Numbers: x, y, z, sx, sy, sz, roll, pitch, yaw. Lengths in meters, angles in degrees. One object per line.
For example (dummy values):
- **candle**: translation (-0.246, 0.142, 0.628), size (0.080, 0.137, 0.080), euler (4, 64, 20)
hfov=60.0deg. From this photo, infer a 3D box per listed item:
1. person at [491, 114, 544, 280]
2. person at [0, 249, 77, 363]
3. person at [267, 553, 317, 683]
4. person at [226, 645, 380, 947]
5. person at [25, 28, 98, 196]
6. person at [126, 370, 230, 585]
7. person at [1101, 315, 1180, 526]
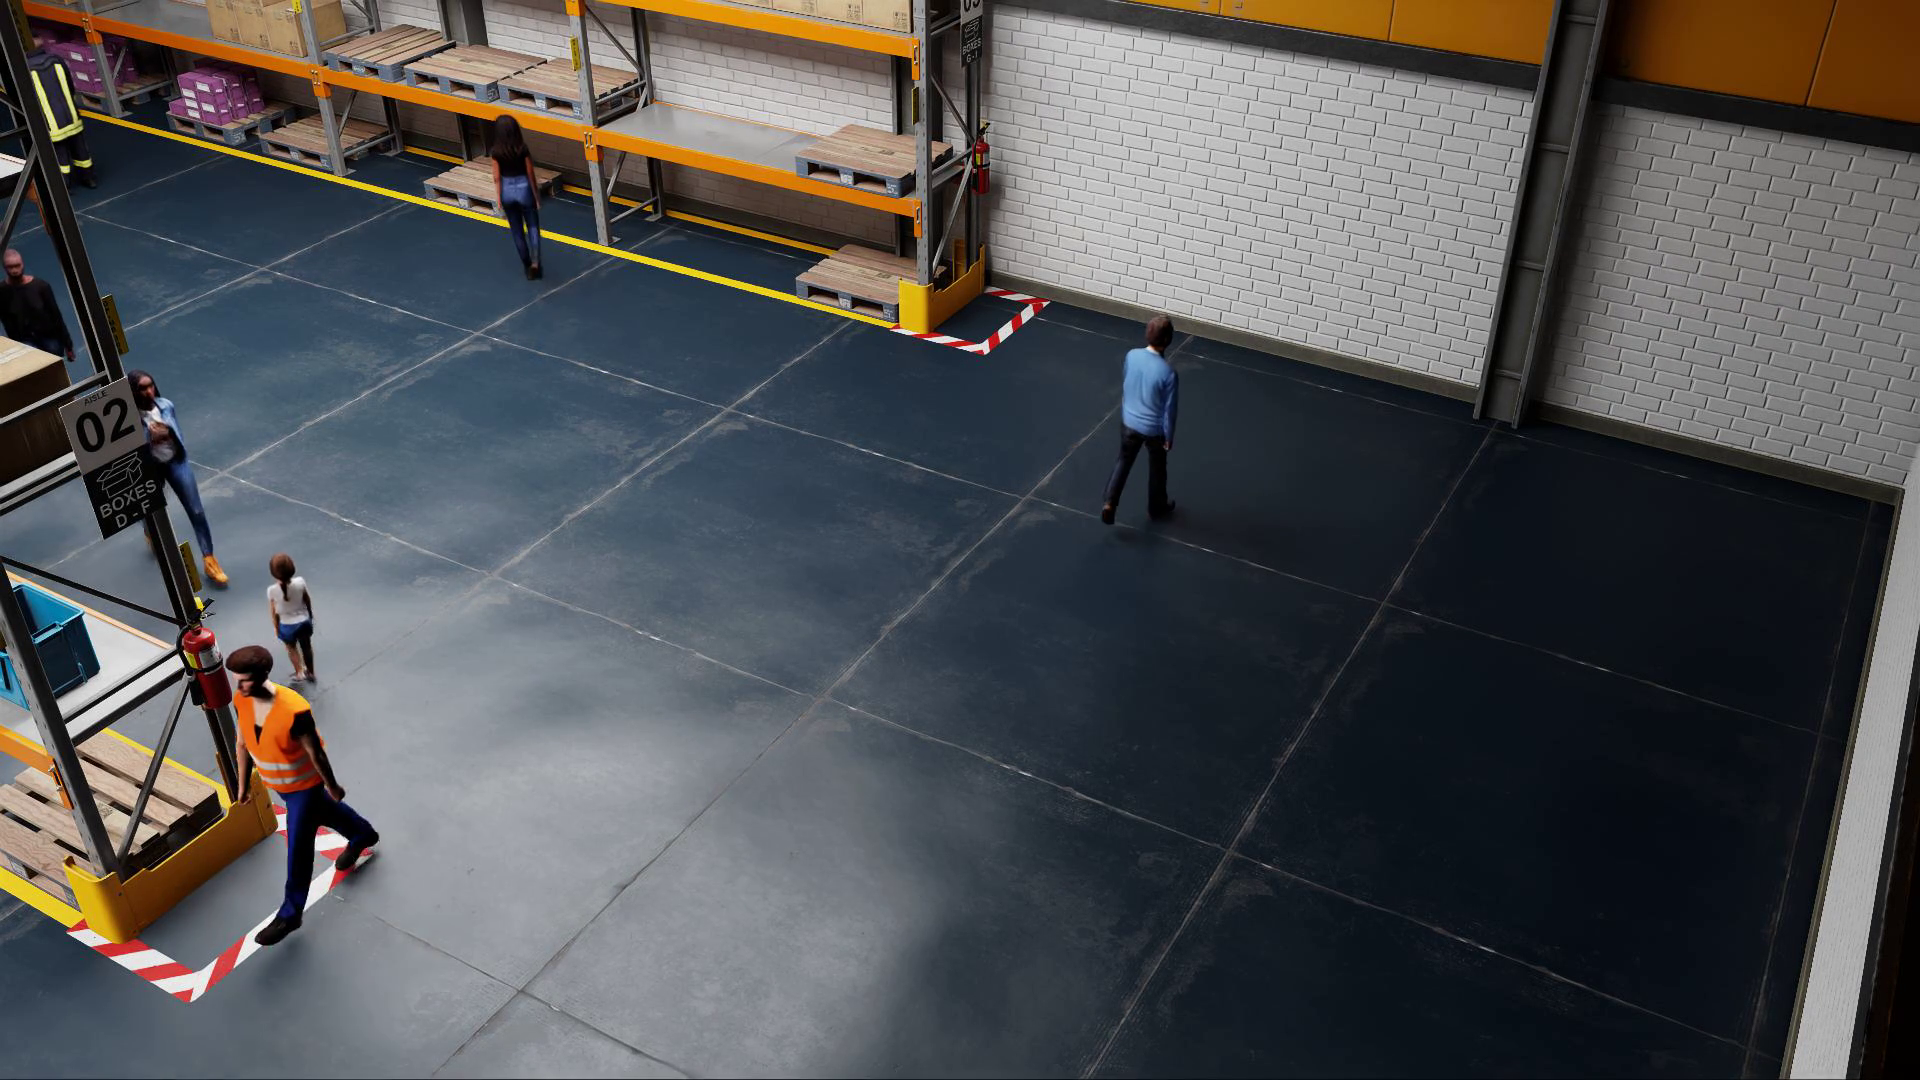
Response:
- **person**: translation (-4.389, -3.353, 16.543), size (0.864, 1.725, 0.931), euler (-9, 35, -14)
- **person**: translation (-7.766, -1.676, 14.043), size (0.992, 1.699, 1.219), euler (-18, 37, -24)
- **person**: translation (-4.518, 0.562, 11.297), size (0.503, 1.013, 0.549), euler (-22, 39, -29)
- **person**: translation (-3.706, 1.298, 9.447), size (1.170, 1.833, 0.762), euler (17, 37, 24)
- **person**: translation (-10.104, -4.800, 18.593), size (0.734, 1.867, 0.803), euler (23, 40, 31)
- **person**: translation (-5.936, -0.484, 12.274), size (1.207, 1.673, 0.738), euler (25, 41, 33)
- **person**: translation (1.387, -0.888, 12.767), size (0.990, 1.799, 0.838), euler (25, 41, 32)
